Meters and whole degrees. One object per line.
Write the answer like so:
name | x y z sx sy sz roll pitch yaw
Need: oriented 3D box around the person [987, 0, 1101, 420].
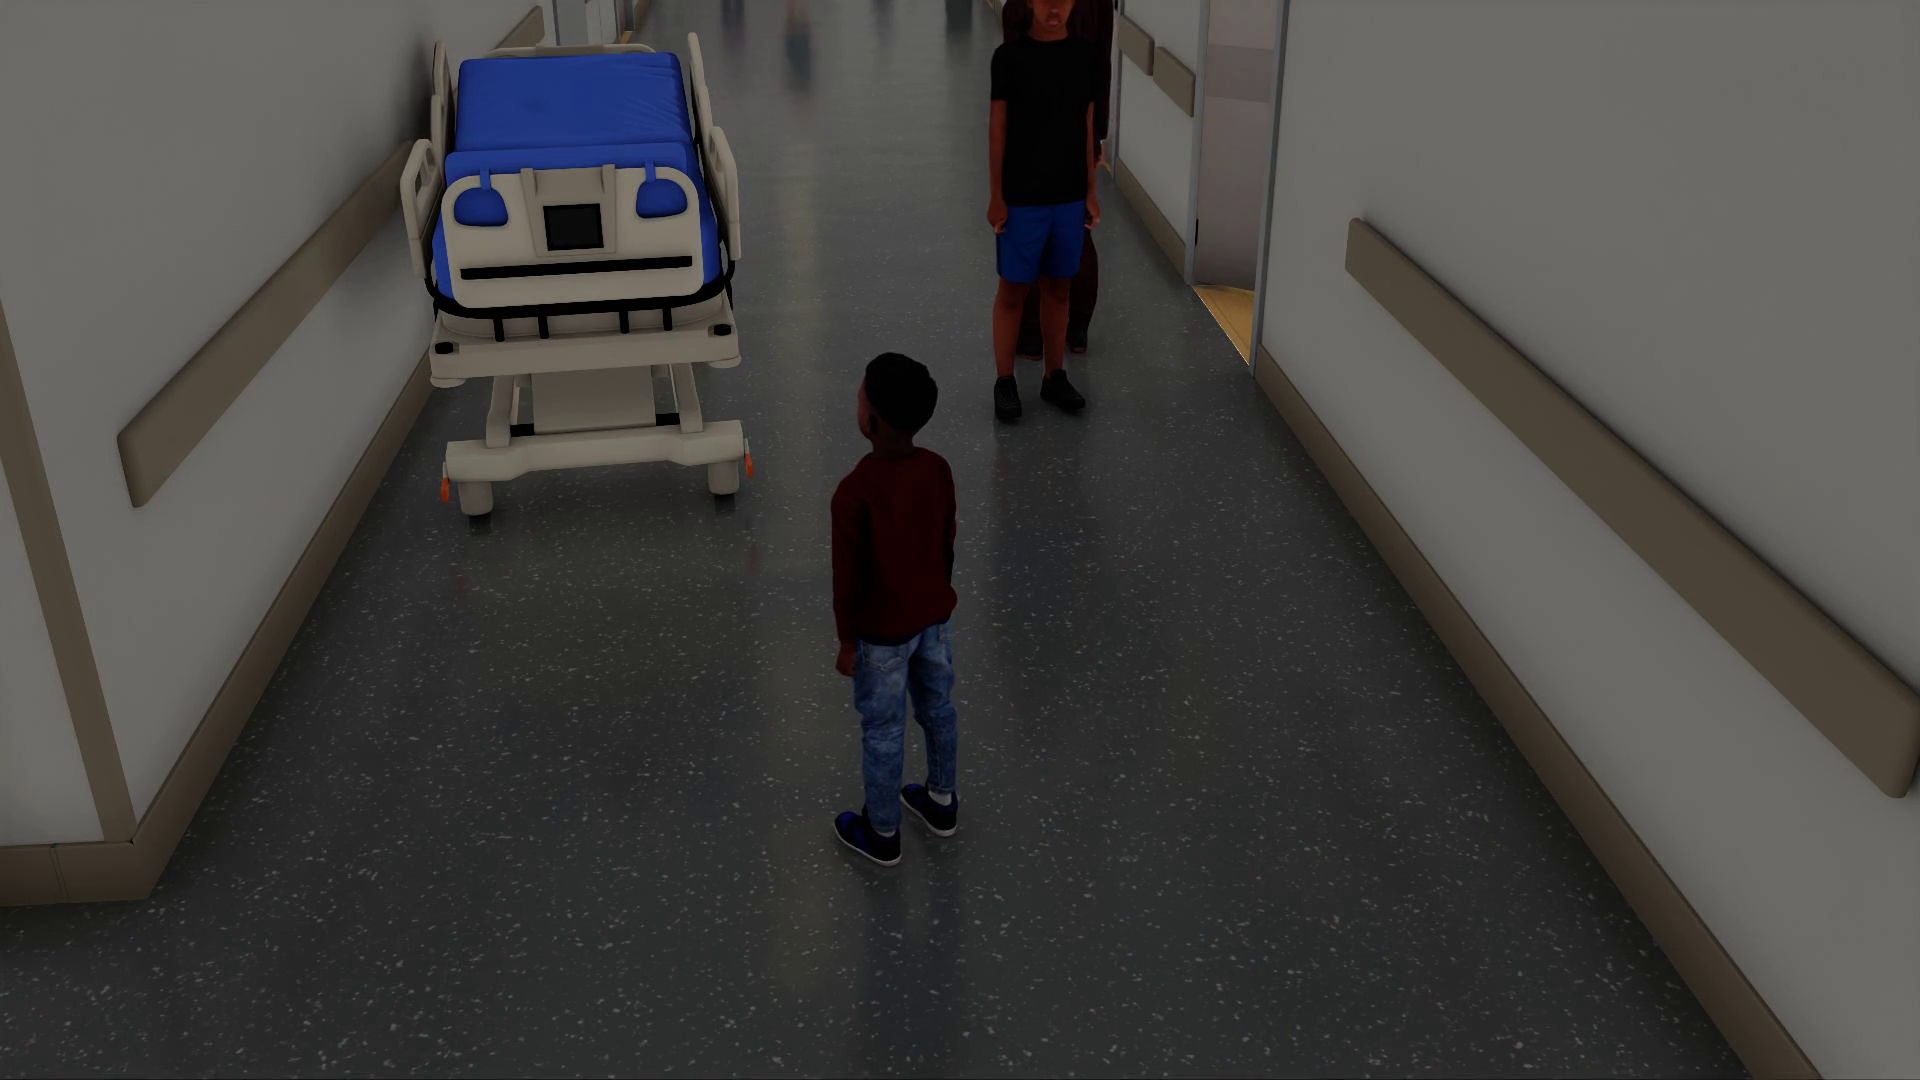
person | 0.309 -1.362 6.422 0.576 1.792 0.719 -9 27 -17

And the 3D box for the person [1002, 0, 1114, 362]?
person | 0.396 -1.686 7.012 0.661 1.865 0.812 -11 28 -22

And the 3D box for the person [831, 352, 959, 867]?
person | -0.137 0.172 3.862 0.567 1.254 0.638 -23 34 -39
